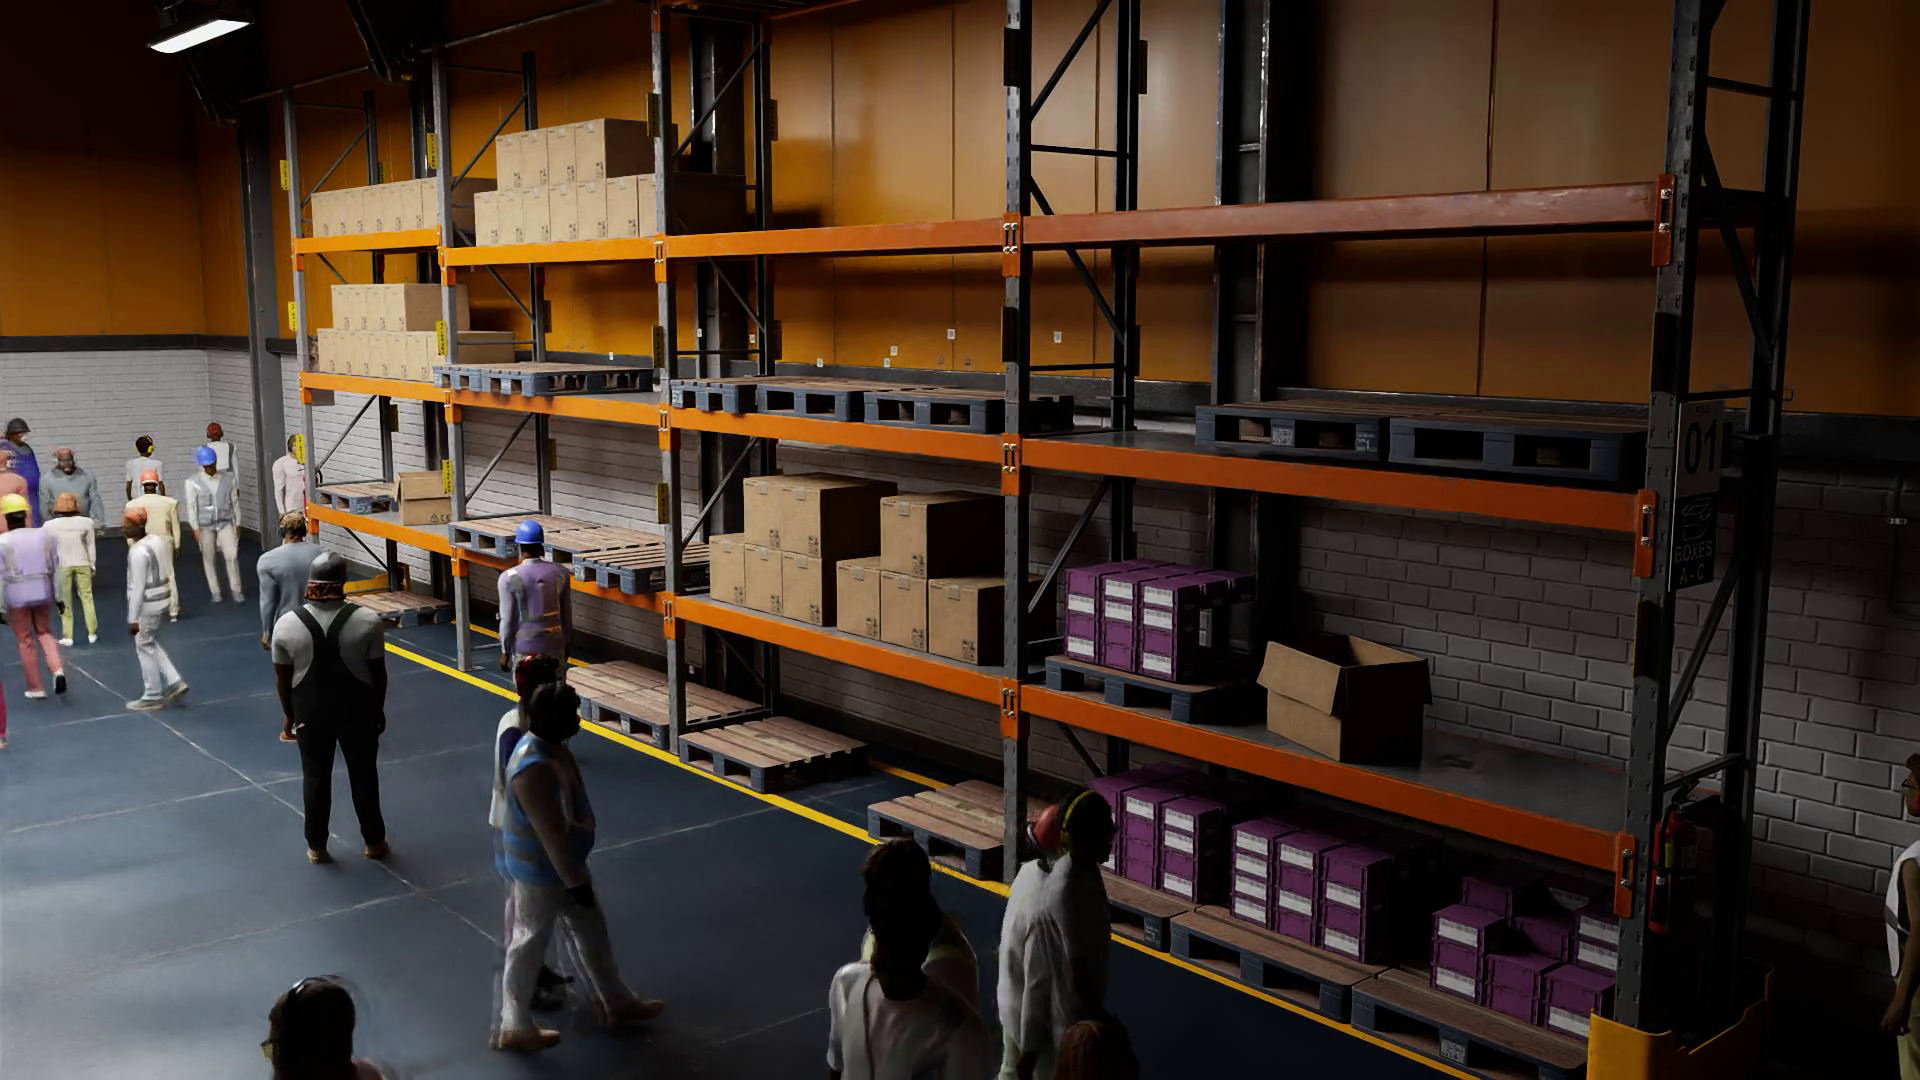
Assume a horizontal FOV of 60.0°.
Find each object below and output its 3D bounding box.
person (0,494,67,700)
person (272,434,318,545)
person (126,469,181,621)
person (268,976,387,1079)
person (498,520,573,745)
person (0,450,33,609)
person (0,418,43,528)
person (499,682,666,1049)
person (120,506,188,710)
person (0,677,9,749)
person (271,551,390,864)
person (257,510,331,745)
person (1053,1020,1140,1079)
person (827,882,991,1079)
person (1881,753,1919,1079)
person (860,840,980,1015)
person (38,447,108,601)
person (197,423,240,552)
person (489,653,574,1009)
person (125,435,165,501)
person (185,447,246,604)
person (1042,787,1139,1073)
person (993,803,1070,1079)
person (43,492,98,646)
[{"bbox_3d":[-8.478,0.529,15.125,0.493,1.904,0.609,6,10,36],"label":"person"},{"bbox_3d":[-8.552,-0.405,21.515,0.376,1.940,0.627,6,10,36],"label":"person"},{"bbox_3d":[-9.137,0.070,18.853,0.570,1.749,0.342,-6,10,-37],"label":"person"},{"bbox_3d":[-1.656,2.094,4.327,0.866,1.887,0.682,-5,9,-29],"label":"person"},{"bbox_3d":[-3.313,0.816,12.993,0.603,1.949,0.397,-7,10,-38],"label":"person"},{"bbox_3d":[-11.300,-0.120,19.735,0.681,1.891,0.481,0,8,-2],"label":"person"},{"bbox_3d":[-13.104,-0.716,23.322,0.762,2.000,0.707,0,8,2],"label":"person"},{"bbox_3d":[-1.862,1.591,8.094,0.878,1.800,0.636,0,8,-2],"label":"person"},{"bbox_3d":[-7.192,0.613,14.742,0.467,1.864,0.640,-2,8,-13],"label":"person"},{"bbox_3d":[-7.921,0.750,13.296,0.396,1.991,0.623,-1,8,-6],"label":"person"},{"bbox_3d":[-4.080,1.078,10.852,0.682,2.000,0.536,-2,8,-13],"label":"person"},{"bbox_3d":[-5.448,0.717,13.716,0.627,1.940,0.376,-7,10,-38],"label":"person"},{"bbox_3d":[0.401,2.160,4.741,0.498,1.633,0.287,-7,10,-38],"label":"person"},{"bbox_3d":[-0.157,1.950,5.213,0.653,1.927,0.661,6,10,37],"label":"person"},{"bbox_3d":[3.906,1.775,6.677,0.563,1.847,0.394,-7,10,-38],"label":"person"},{"bbox_3d":[-0.161,1.920,5.769,0.513,1.824,0.643,-4,9,-28],"label":"person"},{"bbox_3d":[-10.784,-0.191,20.235,0.489,1.886,0.663,8,11,43],"label":"person"},{"bbox_3d":[-10.797,-0.772,24.245,0.573,1.886,0.359,-7,10,-38],"label":"person"},{"bbox_3d":[-2.244,1.490,8.672,0.381,1.841,0.566,0,8,1],"label":"person"},{"bbox_3d":[-10.787,-0.453,22.082,0.513,1.872,0.331,0,8,-2],"label":"person"},{"bbox_3d":[-8.896,-0.157,19.905,0.618,1.899,0.828,-6,10,-34],"label":"person"},{"bbox_3d":[0.604,1.829,6.377,0.693,1.844,0.544,2,8,12],"label":"person"},{"bbox_3d":[0.232,1.855,6.584,0.654,1.719,0.581,-1,8,-6],"label":"person"},{"bbox_3d":[-9.426,0.303,17.640,0.498,1.634,0.284,-7,10,-38],"label":"person"}]
